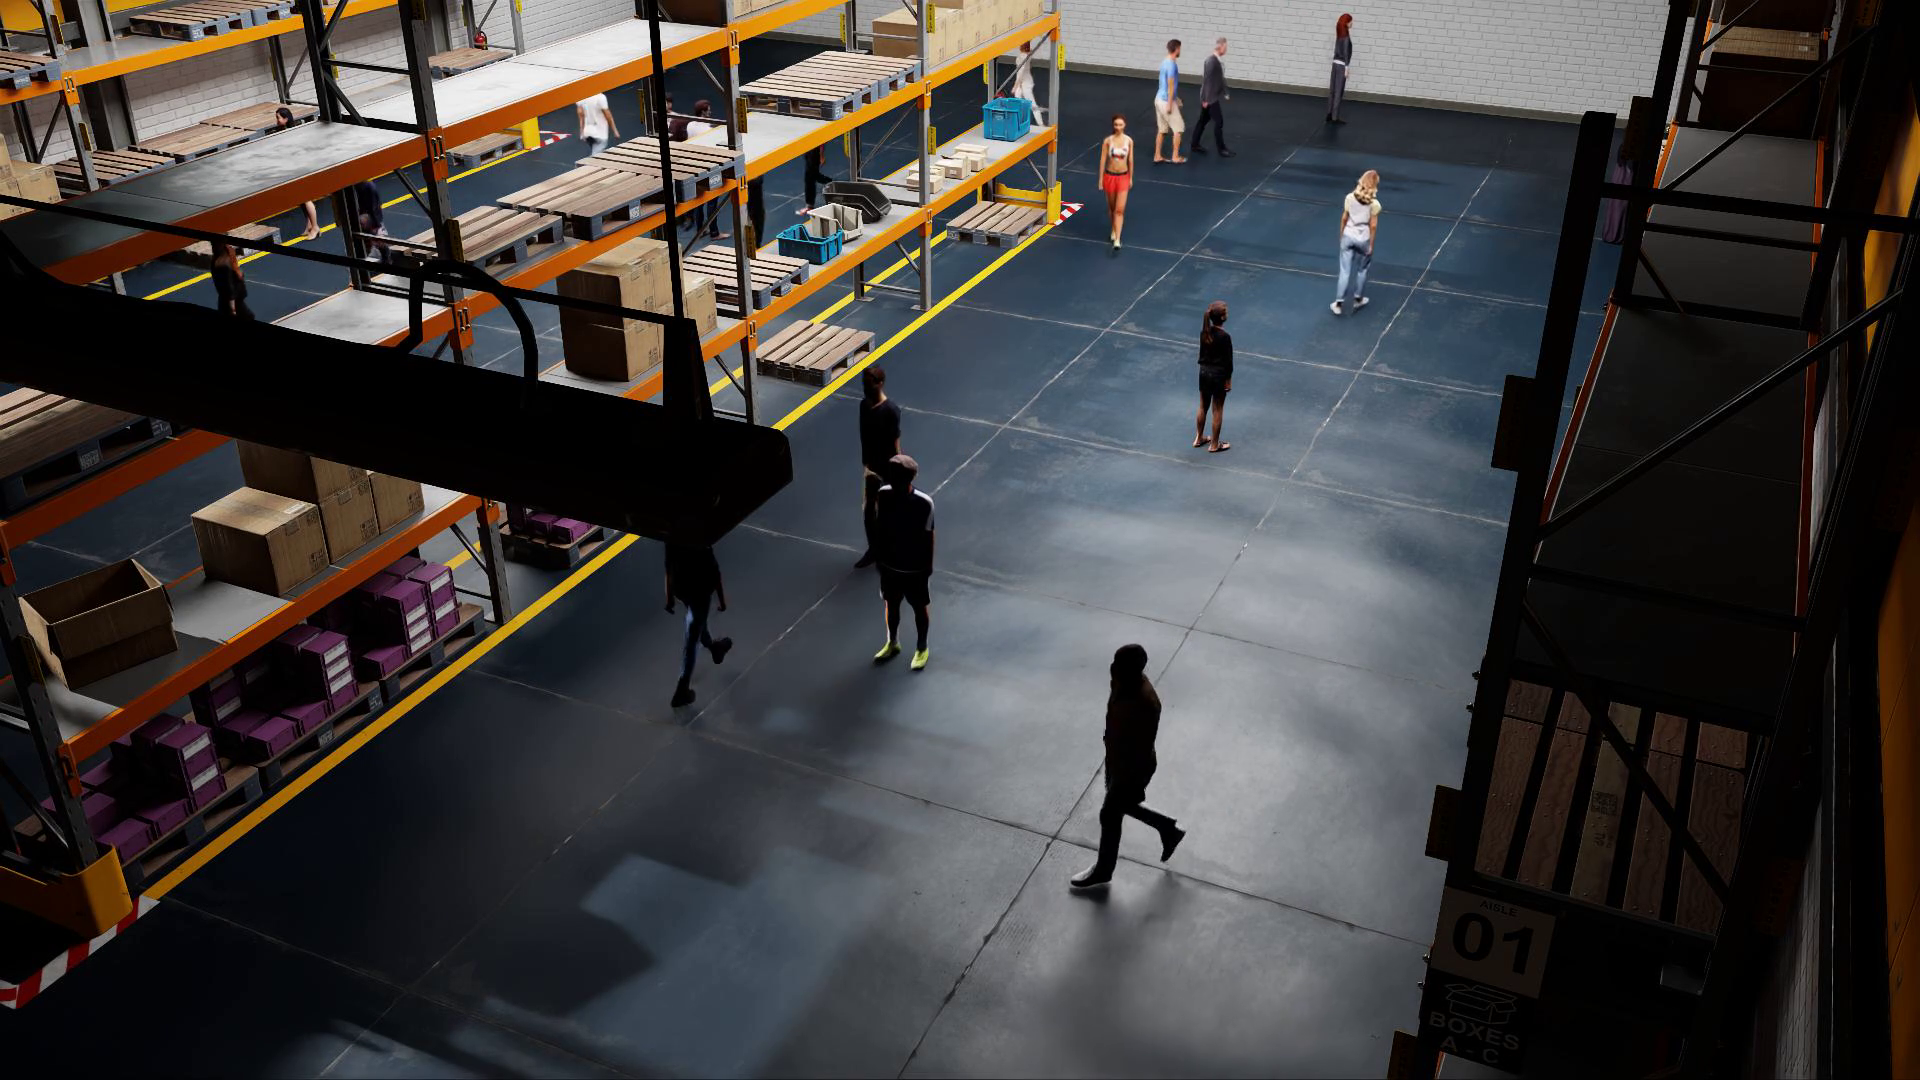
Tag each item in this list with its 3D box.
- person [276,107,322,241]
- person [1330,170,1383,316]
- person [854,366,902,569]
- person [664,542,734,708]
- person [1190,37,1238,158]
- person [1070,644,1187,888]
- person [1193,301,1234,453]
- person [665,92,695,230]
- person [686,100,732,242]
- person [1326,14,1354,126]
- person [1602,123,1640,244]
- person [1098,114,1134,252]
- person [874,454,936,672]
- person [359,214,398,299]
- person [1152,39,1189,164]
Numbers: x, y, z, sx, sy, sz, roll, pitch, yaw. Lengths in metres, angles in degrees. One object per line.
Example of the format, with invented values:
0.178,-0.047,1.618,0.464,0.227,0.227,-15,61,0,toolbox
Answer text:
-8.850,-4.890,22.190,0.798,1.769,0.775,-19,34,-31,person
4.683,-3.505,19.732,0.684,1.692,0.886,14,32,25,person
-0.604,-0.652,14.351,0.835,1.835,1.115,20,35,33,person
-2.032,0.479,12.465,0.607,1.657,1.161,11,31,20,person
3.817,-6.866,25.775,0.898,1.806,0.972,6,29,11,person
1.134,1.434,10.567,1.131,1.798,1.120,-6,29,-11,person
2.507,-1.630,16.437,0.643,1.556,0.613,-25,37,-37,person
-3.842,-5.171,22.626,0.739,1.844,0.681,18,33,29,person
-3.407,-4.941,22.202,0.749,1.846,0.697,25,37,37,person
6.287,-7.790,27.494,0.716,1.780,0.618,-5,29,-10,person
8.851,-4.776,22.143,0.727,1.614,0.621,3,29,6,person
2.057,-4.738,21.936,0.883,1.745,1.209,2,29,4,person
-0.424,0.151,12.878,0.638,1.836,0.537,11,30,19,person
-6.320,-2.725,18.218,0.642,1.772,0.718,8,30,14,person
3.075,-6.666,25.380,0.944,1.832,0.884,-5,29,-10,person
